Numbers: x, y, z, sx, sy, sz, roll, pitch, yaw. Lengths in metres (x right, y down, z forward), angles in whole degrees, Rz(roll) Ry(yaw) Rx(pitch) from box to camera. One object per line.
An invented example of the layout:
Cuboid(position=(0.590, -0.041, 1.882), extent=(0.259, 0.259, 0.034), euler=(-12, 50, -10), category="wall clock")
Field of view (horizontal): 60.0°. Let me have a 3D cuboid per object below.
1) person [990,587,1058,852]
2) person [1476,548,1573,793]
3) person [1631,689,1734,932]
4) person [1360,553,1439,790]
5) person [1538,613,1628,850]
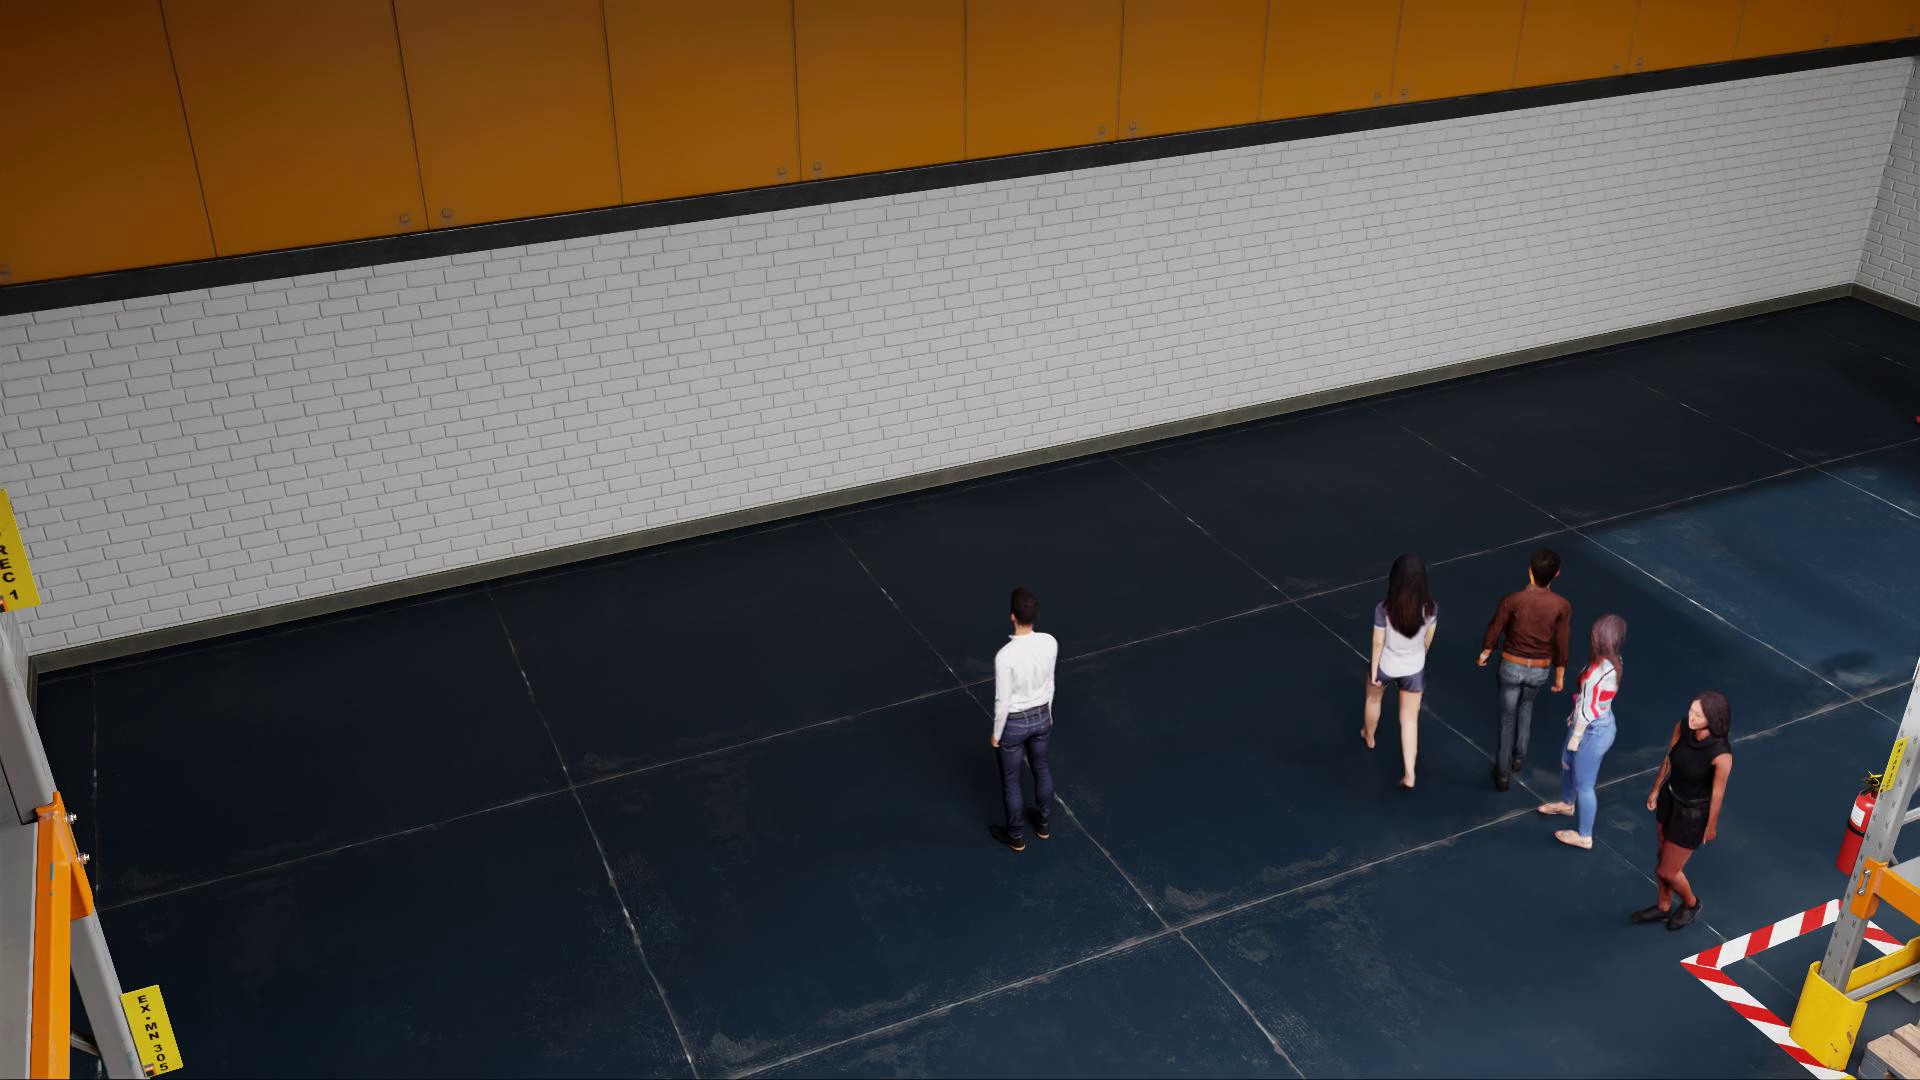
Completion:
Cuboid(position=(0.408, 1.151, 10.612), extent=(0.641, 1.868, 0.591), euler=(-16, 33, -27), category="person")
Cuboid(position=(3.789, 0.926, 11.137), extent=(0.815, 1.760, 0.837), euler=(1, 29, 2), category="person")
Cuboid(position=(4.400, 1.614, 9.909), extent=(0.716, 1.727, 0.637), euler=(-6, 29, -11), category="person")
Cuboid(position=(2.996, 0.908, 11.261), extent=(0.903, 1.672, 1.171), euler=(0, 29, 0), category="person")
Cuboid(position=(4.115, 1.217, 10.784), extent=(0.796, 1.587, 0.741), euler=(5, 29, 9), category="person")
